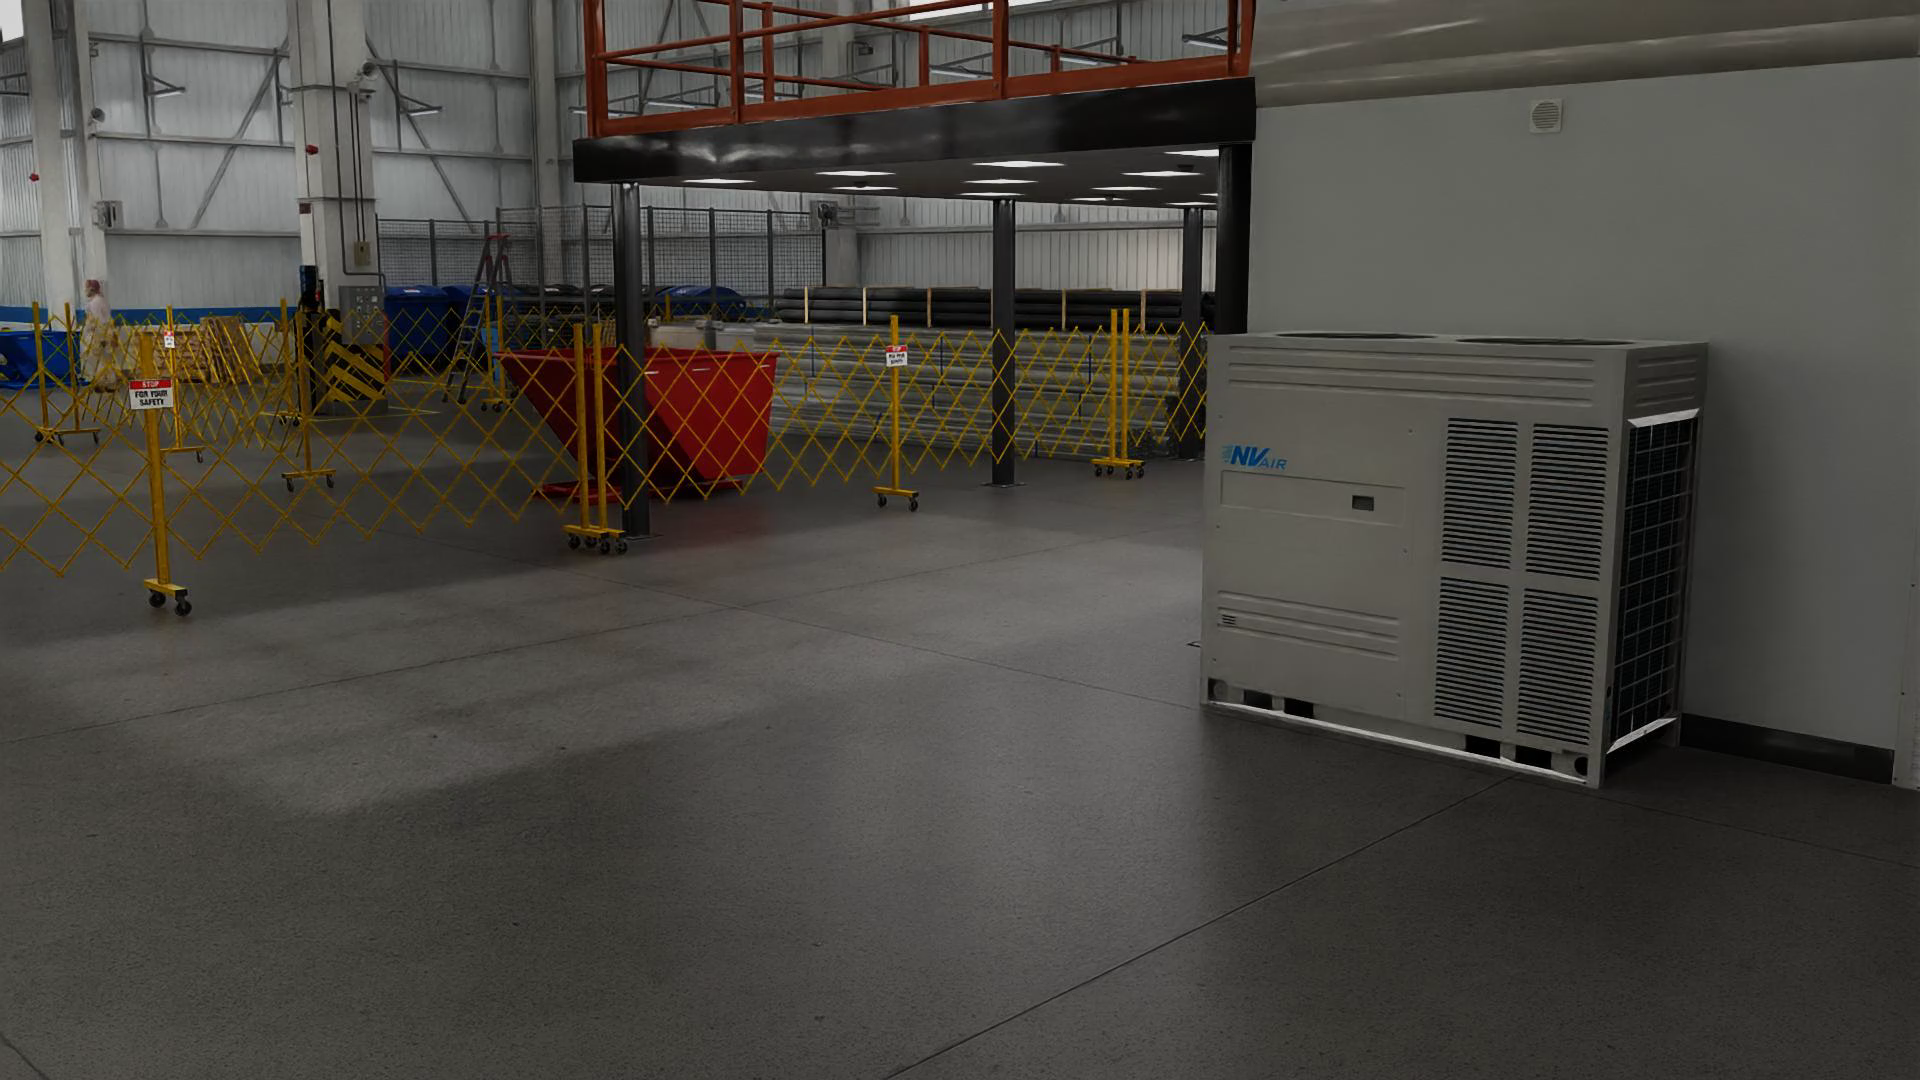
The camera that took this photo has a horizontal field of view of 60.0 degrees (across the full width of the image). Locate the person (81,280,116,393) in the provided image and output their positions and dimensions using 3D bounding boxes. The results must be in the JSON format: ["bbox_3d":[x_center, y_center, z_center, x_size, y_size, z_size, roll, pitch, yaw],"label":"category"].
[{"bbox_3d":[-14.437,-3.384,27.738,0.595,1.888,0.649,-1,9,-9],"label":"person"}]
